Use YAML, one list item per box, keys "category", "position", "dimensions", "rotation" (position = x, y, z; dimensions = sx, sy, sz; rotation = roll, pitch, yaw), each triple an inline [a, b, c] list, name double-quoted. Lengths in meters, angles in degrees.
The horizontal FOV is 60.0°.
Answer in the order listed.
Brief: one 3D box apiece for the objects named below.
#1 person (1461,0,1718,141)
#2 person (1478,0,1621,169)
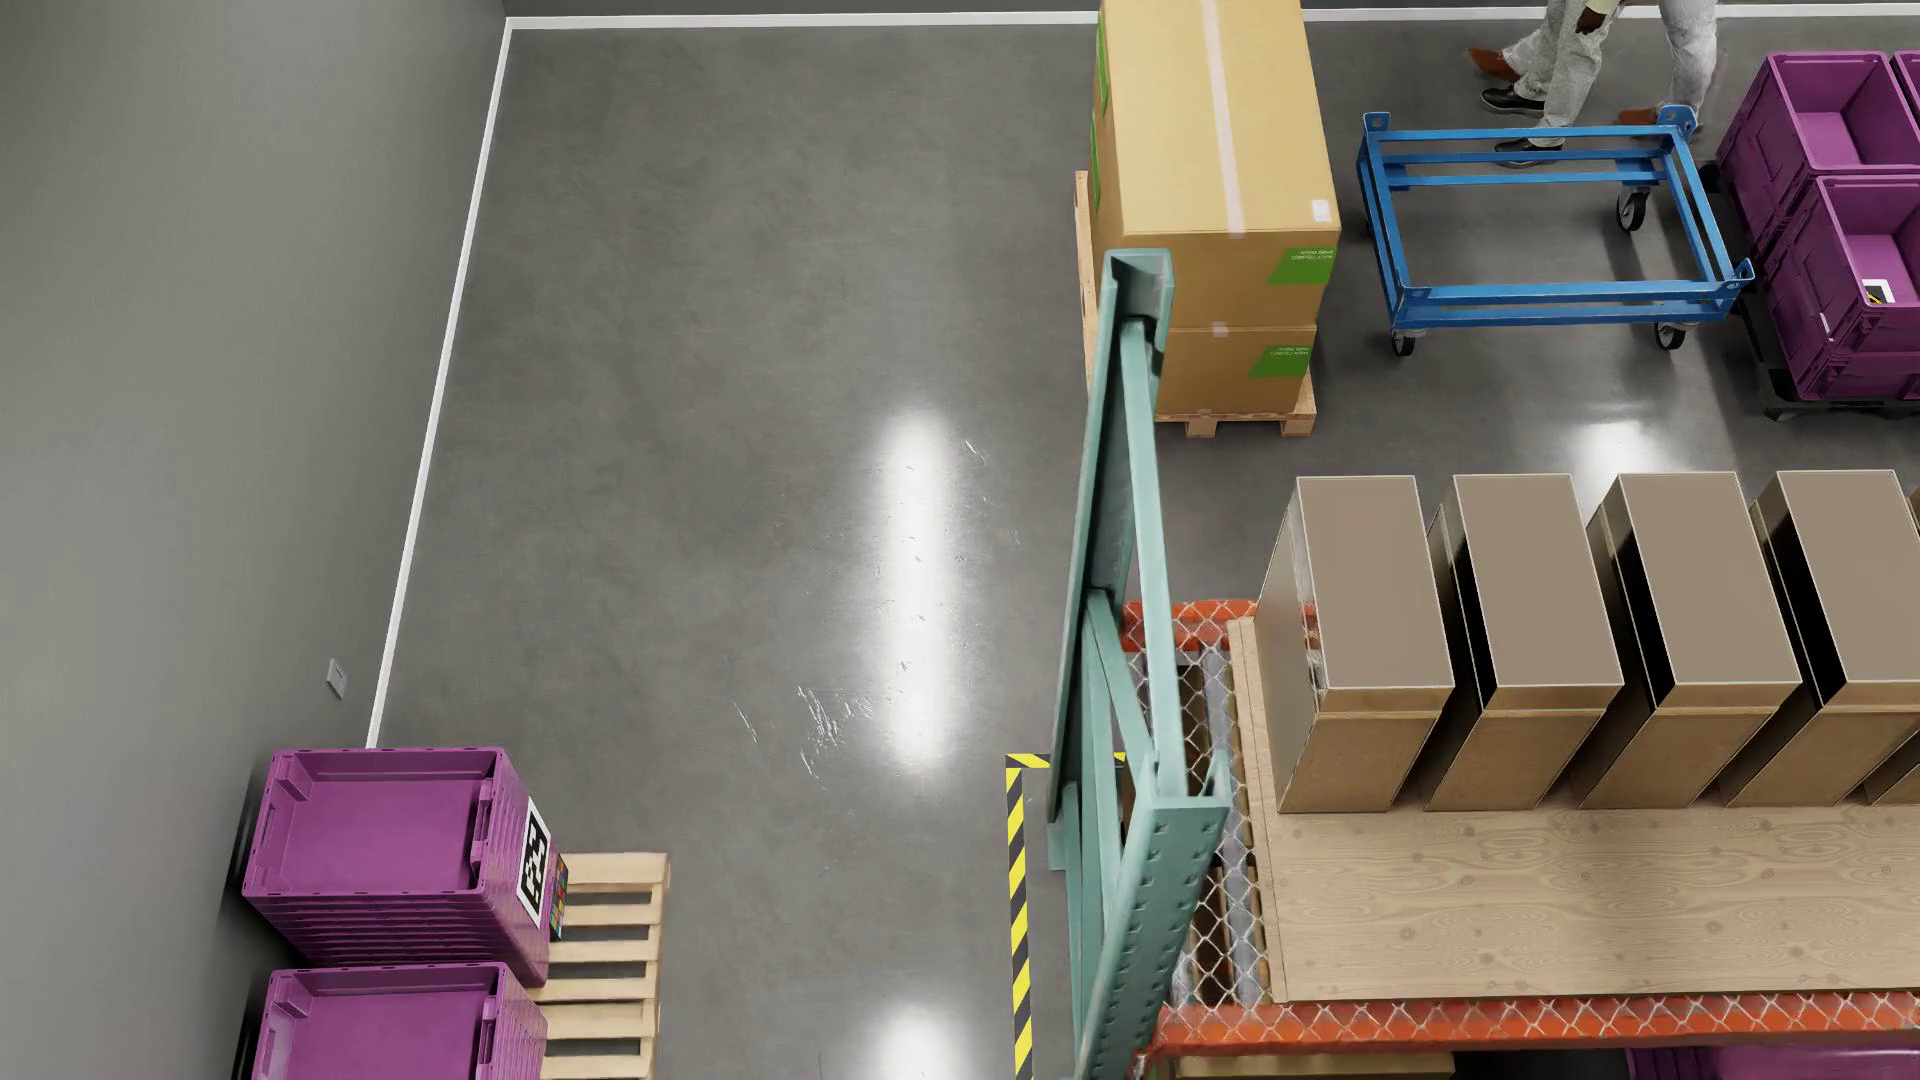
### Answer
- category: "person"
  position: [2.545, -2.243, 6.109]
  dimensions: [1.018, 1.881, 0.644]
  rotation: [6, 58, 4]
- category: "person"
  position: [2.319, -2.154, 6.083]
  dimensions: [0.404, 1.833, 0.588]
  rotation: [2, 58, 1]
